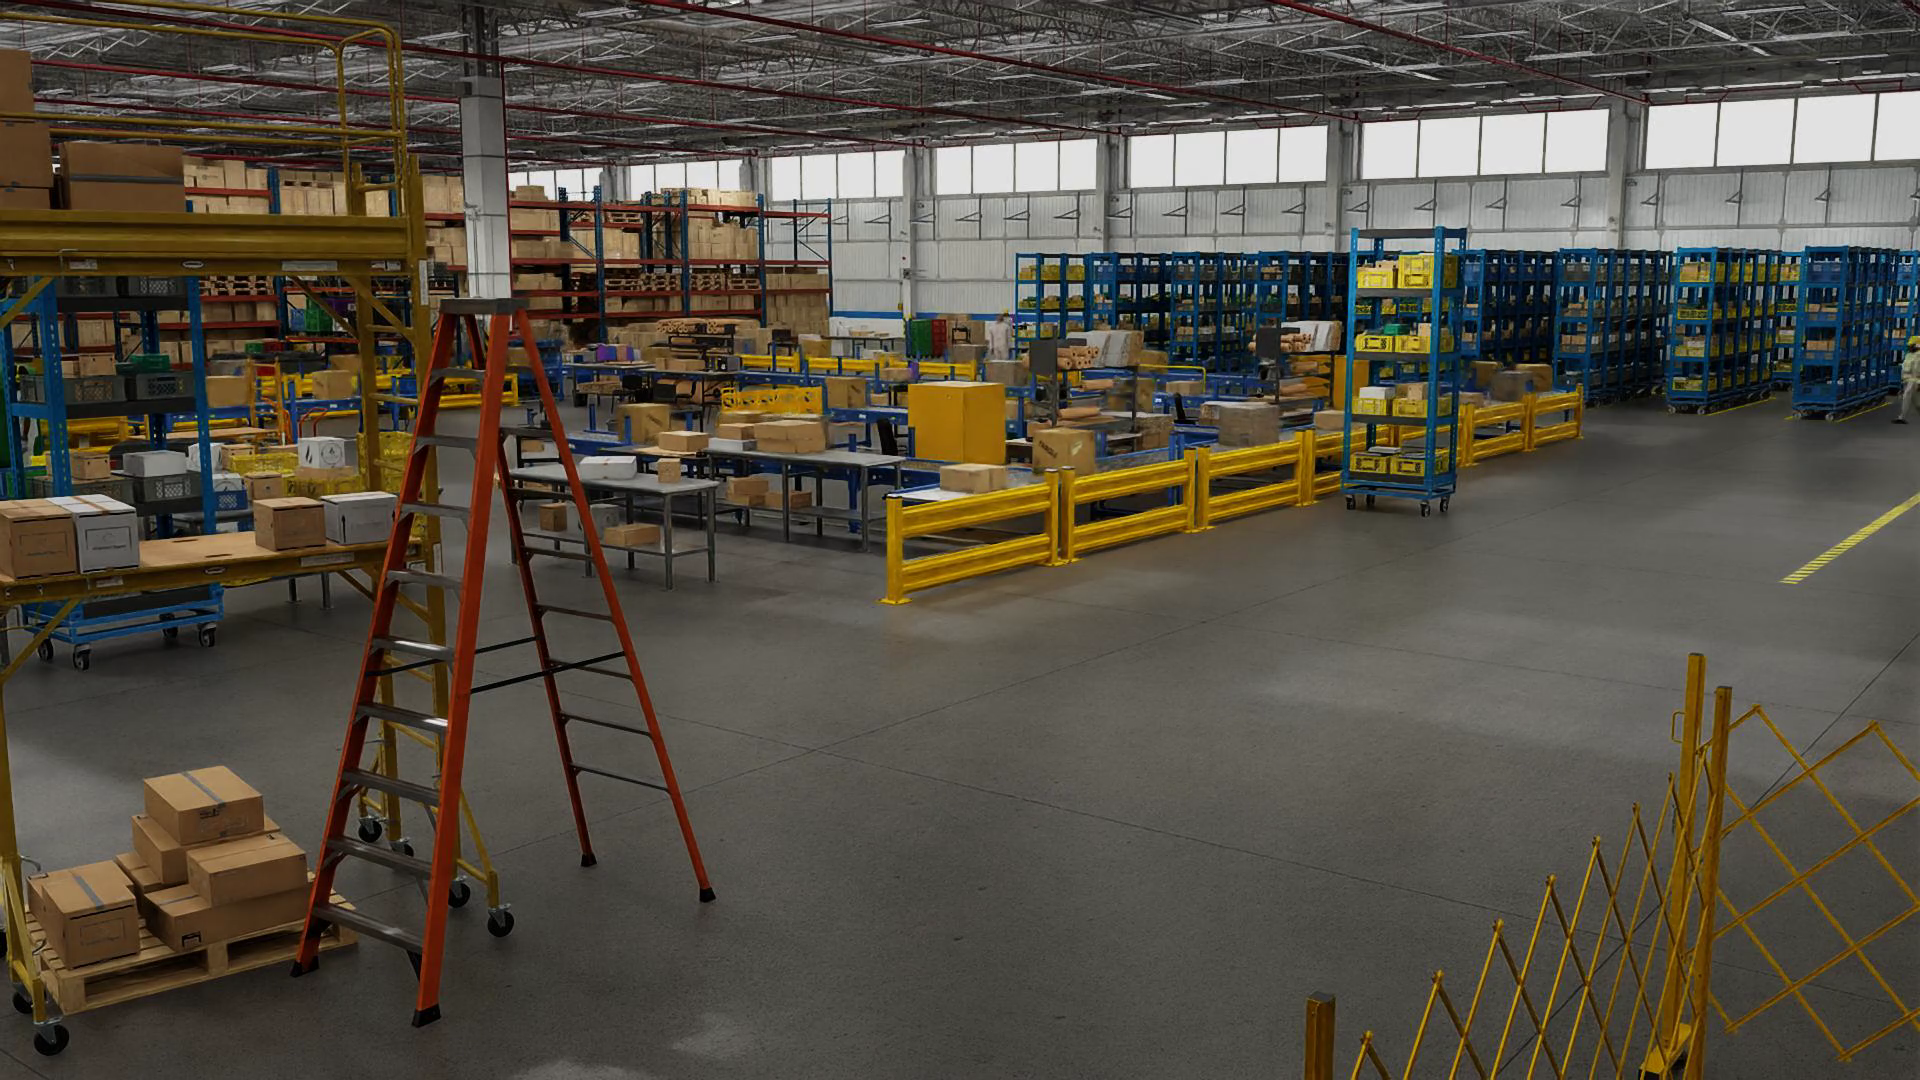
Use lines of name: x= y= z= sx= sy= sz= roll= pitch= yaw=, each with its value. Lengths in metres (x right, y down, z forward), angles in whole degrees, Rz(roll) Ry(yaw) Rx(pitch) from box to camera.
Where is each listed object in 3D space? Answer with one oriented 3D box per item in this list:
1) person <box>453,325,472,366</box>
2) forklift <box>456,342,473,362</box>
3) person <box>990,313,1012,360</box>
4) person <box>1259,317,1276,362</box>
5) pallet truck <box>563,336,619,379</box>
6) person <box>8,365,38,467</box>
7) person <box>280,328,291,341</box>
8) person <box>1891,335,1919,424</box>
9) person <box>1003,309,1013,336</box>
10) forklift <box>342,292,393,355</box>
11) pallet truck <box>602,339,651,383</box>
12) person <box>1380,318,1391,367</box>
person: x=-14.472 y=-5.509 z=48.457 sx=0.887 sy=1.580 sz=0.507 roll=-4 pitch=10 yaw=-25
forklift: x=-14.730 y=-6.728 z=52.021 sx=1.129 sy=2.768 sz=1.873 roll=7 pitch=11 yaw=37
person: x=1.168 y=-5.594 z=48.011 sx=0.671 sy=1.890 sz=0.511 roll=4 pitch=10 yaw=23
person: x=8.282 y=-5.050 z=44.353 sx=0.646 sy=1.976 sz=0.450 roll=6 pitch=11 yaw=34
pallet truck: x=-10.690 y=-5.294 z=48.215 sx=1.601 sy=1.201 sz=0.680 roll=-5 pitch=10 yaw=-26
person: x=-12.003 y=-1.306 z=21.324 sx=0.320 sy=1.871 sz=0.533 roll=-5 pitch=10 yaw=-27
person: x=-16.900 y=-4.497 z=41.799 sx=0.371 sy=1.679 sz=0.559 roll=-4 pitch=10 yaw=-21
person: x=19.250 y=-3.226 z=33.522 sx=0.778 sy=1.805 sz=0.597 roll=0 pitch=9 yaw=2
person: x=1.712 y=-7.711 z=61.730 sx=0.480 sy=1.734 sz=0.333 roll=2 pitch=9 yaw=10
forklift: x=-16.485 y=-5.622 z=45.120 sx=1.129 sy=2.768 sz=1.873 roll=7 pitch=11 yaw=37
pallet truck: x=-8.991 y=-4.871 z=45.351 sx=0.653 sy=1.274 sz=1.630 roll=7 pitch=11 yaw=37
person: x=12.122 y=-5.509 z=47.761 sx=0.570 sy=1.814 sz=0.839 roll=-9 pitch=13 yaw=-44
